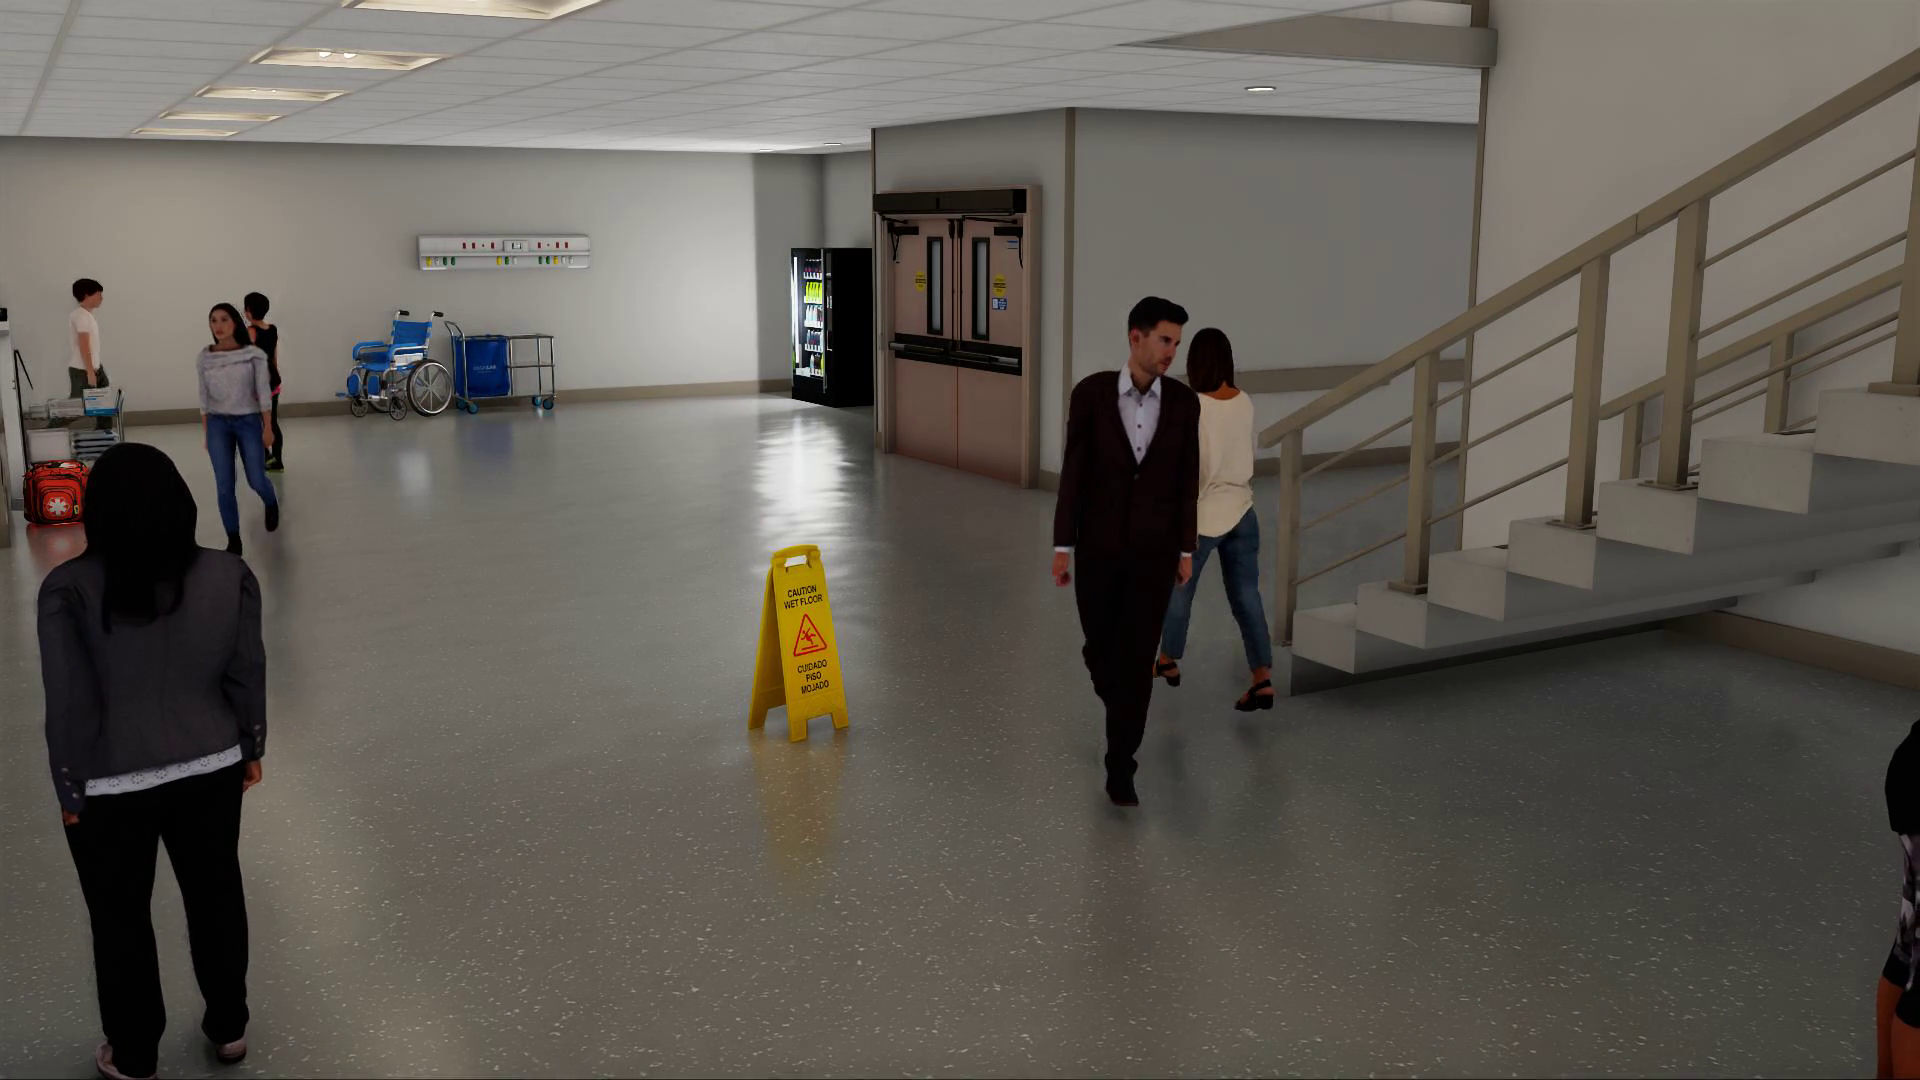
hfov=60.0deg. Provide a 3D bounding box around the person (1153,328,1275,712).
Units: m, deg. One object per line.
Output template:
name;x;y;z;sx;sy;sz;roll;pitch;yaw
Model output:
person;1.156;-0.049;7.164;0.649;1.637;1.084;-5;12;-27

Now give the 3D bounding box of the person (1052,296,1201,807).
person;0.618;0.026;6.267;1.154;1.826;1.316;1;11;7

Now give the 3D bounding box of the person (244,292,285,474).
person;-5.873;-1.317;14.108;0.721;1.540;0.665;3;11;17

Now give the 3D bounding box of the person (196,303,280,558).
person;-4.609;-0.696;10.661;0.853;1.606;1.080;-1;11;-6

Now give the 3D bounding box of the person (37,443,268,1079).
person;-1.982;0.555;4.096;0.734;1.596;0.732;-10;15;-42

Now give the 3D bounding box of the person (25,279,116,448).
person;-7.689;-1.431;14.480;0.811;1.626;1.034;-2;11;-10
